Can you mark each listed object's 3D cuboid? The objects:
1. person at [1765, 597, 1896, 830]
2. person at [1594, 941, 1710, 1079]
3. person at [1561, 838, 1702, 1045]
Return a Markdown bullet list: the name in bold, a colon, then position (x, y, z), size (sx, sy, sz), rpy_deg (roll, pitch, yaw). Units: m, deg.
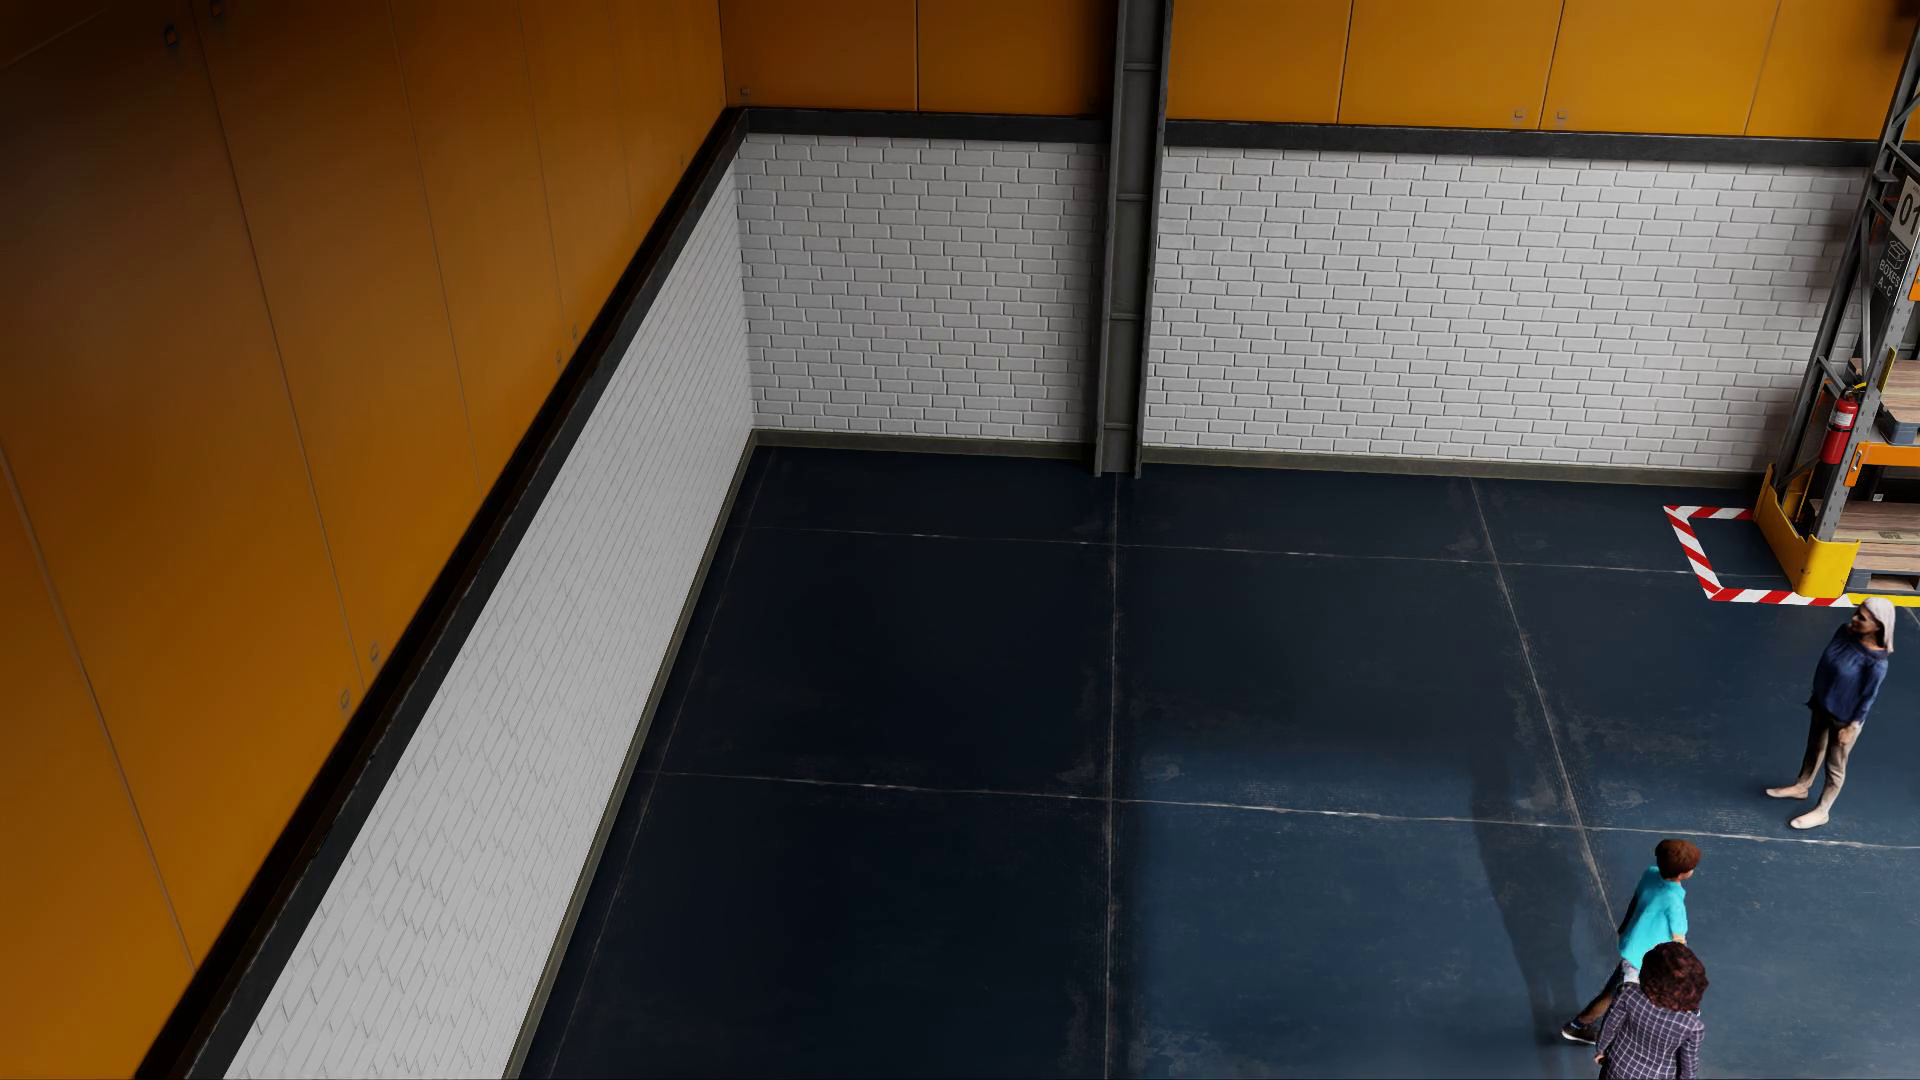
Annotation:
- **person**: position (5.434, 1.049, 10.257), size (0.614, 1.697, 0.648), rpy_deg (-3, 34, -4)
- **person**: position (3.261, 2.567, 7.968), size (0.687, 1.703, 0.768), rpy_deg (28, 43, 36)
- **person**: position (3.562, 2.170, 8.836), size (0.974, 1.404, 0.547), rpy_deg (2, 34, 3)
